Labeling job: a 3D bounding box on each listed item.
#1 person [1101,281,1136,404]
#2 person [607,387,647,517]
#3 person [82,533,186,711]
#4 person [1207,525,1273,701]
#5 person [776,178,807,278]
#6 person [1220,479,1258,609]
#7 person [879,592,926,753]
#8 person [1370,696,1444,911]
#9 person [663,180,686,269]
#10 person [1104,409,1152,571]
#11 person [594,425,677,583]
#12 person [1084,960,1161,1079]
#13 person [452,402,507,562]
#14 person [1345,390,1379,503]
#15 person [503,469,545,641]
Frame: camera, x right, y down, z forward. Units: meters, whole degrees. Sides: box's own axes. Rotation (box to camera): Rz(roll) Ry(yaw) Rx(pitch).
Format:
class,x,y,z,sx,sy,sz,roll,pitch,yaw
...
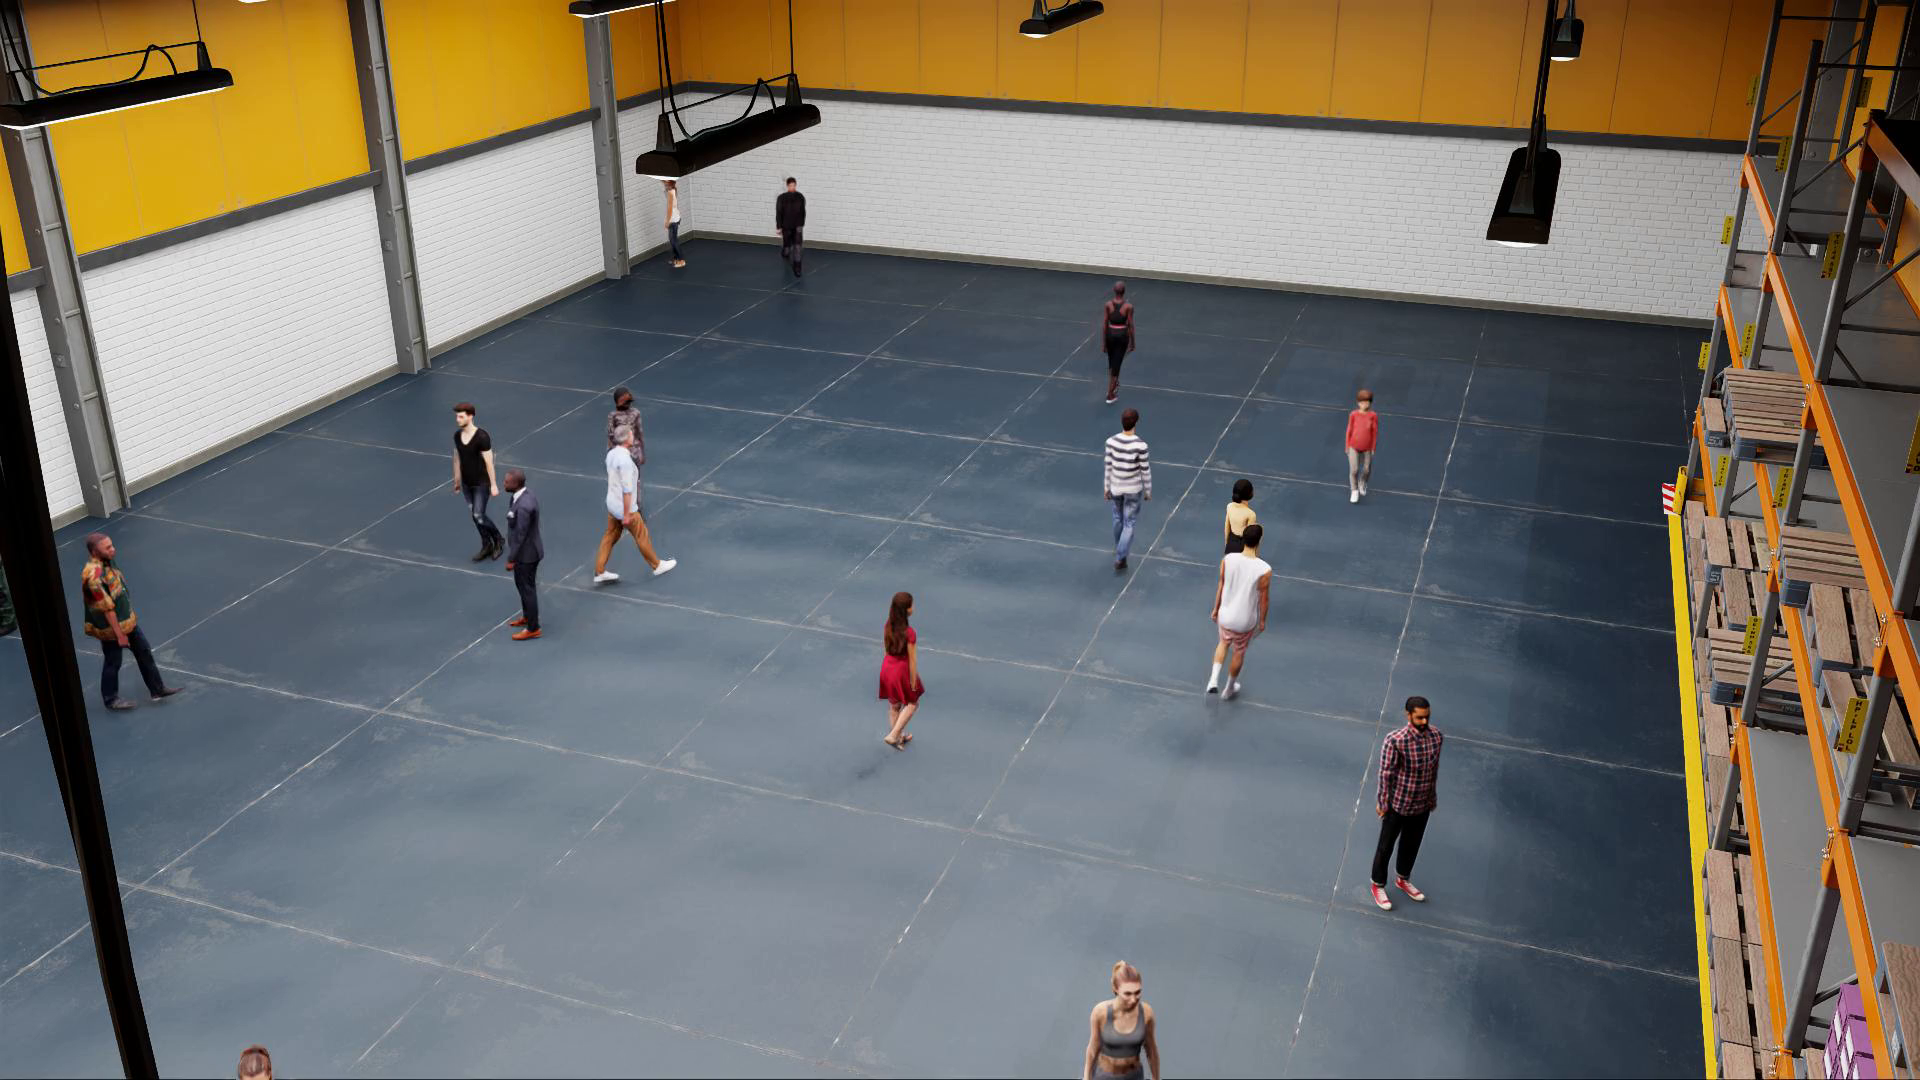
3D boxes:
class,x,y,z,sx,sy,sz,roll,pitch,yaw
person,2.217,-2.802,23.788,0.590,1.728,0.962,9,25,19
person,-3.882,-0.958,19.596,0.726,1.706,0.790,-13,27,-27
person,-7.989,0.782,15.517,1.002,1.783,1.022,-3,24,-7
person,2.584,0.744,15.640,0.742,1.755,0.801,10,26,22
person,-3.073,-5.742,30.434,1.107,1.790,1.248,-7,24,-15
person,2.859,0.154,17.121,0.688,1.651,0.657,-17,29,-34
person,-0.589,1.208,14.844,0.663,1.542,0.803,17,29,34
person,3.439,1.985,12.795,0.773,1.761,0.813,-8,25,-18
person,-5.361,-5.986,31.029,0.829,1.760,0.685,4,24,8
person,1.827,-0.528,18.468,0.716,1.822,1.032,10,26,22
person,-3.745,-0.342,18.097,1.268,1.777,1.118,-16,28,-32
person,0.936,3.226,10.038,0.769,1.695,0.842,-3,24,-8
person,-5.377,-0.672,18.718,0.743,1.884,0.728,13,27,27
person,4.933,-1.176,20.469,0.545,1.406,0.643,6,24,13
person,-4.401,0.140,16.945,0.903,1.817,0.818,-5,24,-11
